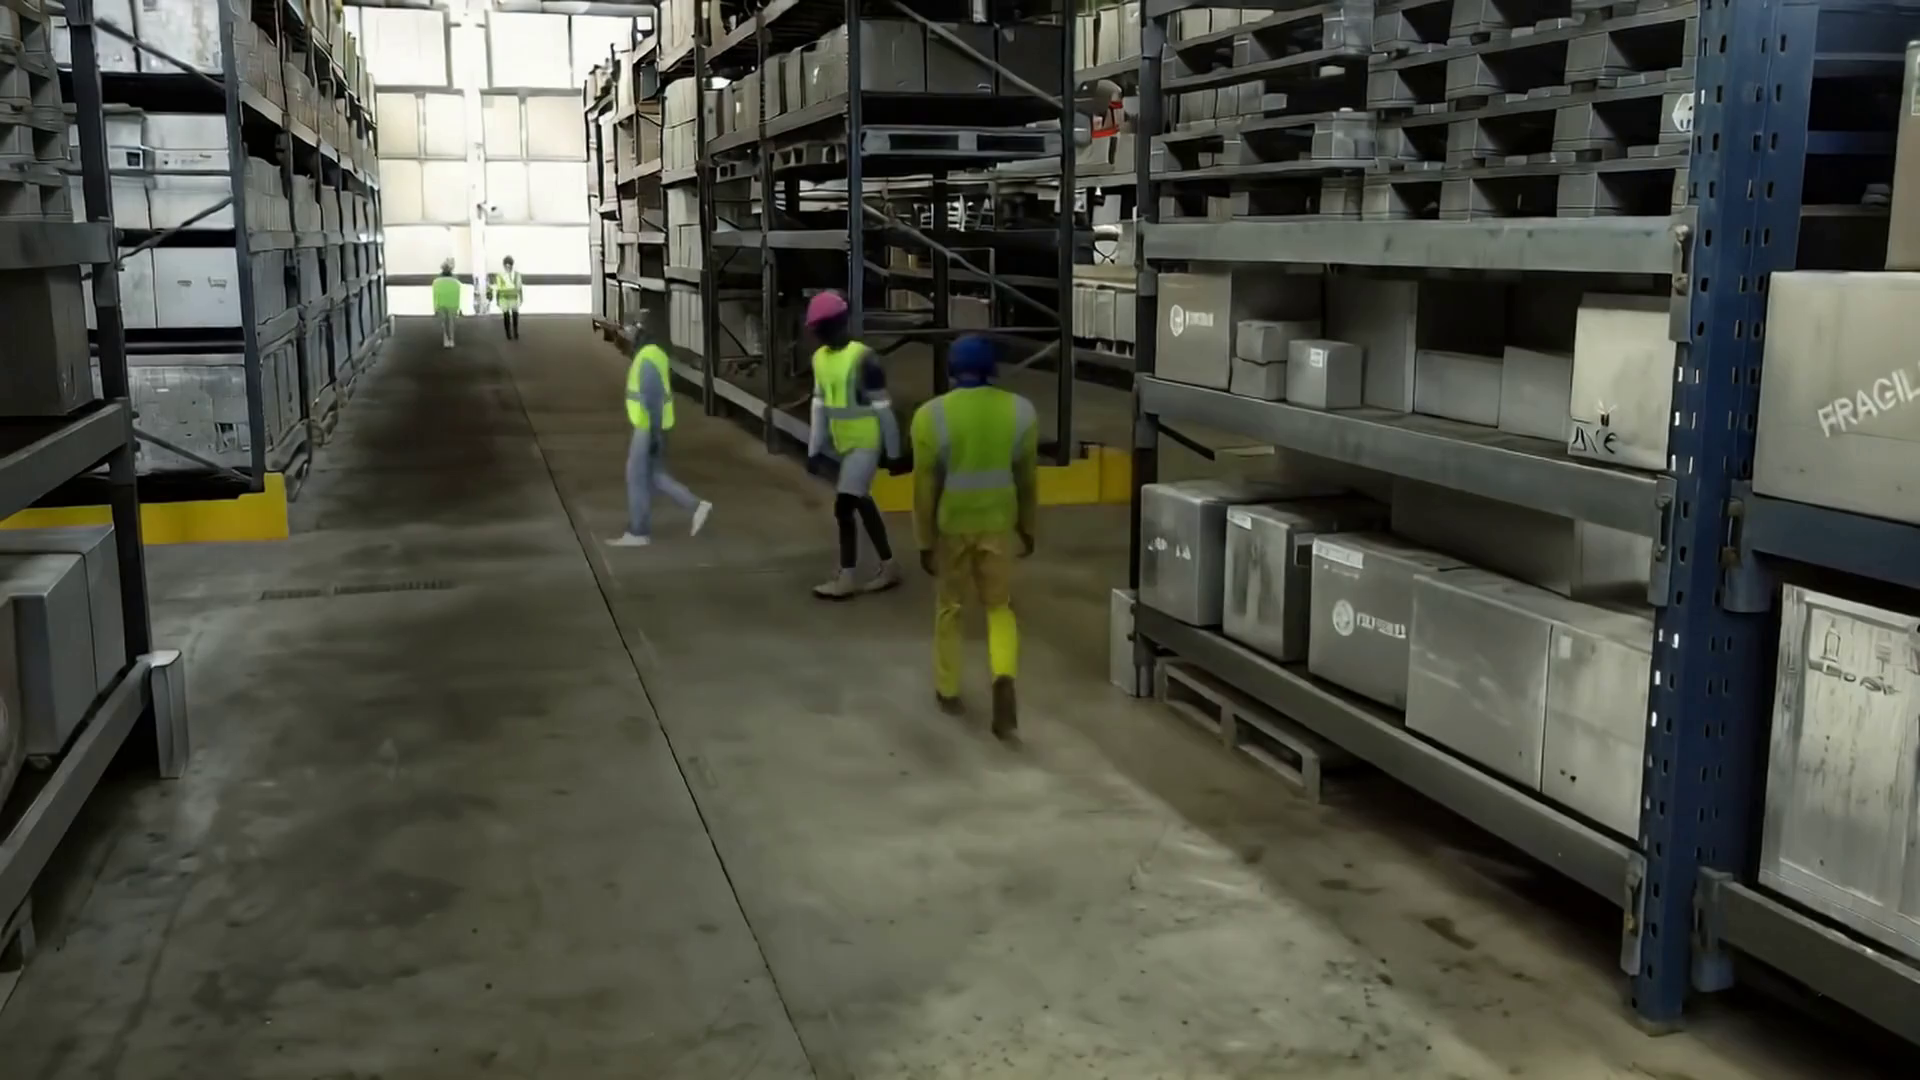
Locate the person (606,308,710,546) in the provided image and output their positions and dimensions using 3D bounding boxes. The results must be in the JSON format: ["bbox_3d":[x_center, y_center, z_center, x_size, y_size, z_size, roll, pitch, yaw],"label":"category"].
[{"bbox_3d":[-2.324,-0.860,12.670,0.713,1.821,0.582,-2,10,-10],"label":"person"}]

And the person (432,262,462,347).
[{"bbox_3d":[-10.876,-4.981,35.302,0.599,1.813,0.532,-4,11,-21],"label":"person"}]

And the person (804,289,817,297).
[{"bbox_3d":[-3.894,-6.656,44.216,0.788,1.914,0.553,-6,12,-29],"label":"person"}]

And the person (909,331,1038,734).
[{"bbox_3d":[0.083,-0.037,7.946,0.631,1.911,0.872,-2,11,-10],"label":"person"}]

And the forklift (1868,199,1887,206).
[{"bbox_3d":[11.338,-2.915,21.052,1.129,2.768,1.873,-3,11,-17],"label":"forklift"}]

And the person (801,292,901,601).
[{"bbox_3d":[-0.721,-0.601,10.789,0.879,1.986,0.625,-8,13,-36],"label":"person"}]

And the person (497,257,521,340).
[{"bbox_3d":[-10.355,-5.545,38.195,0.562,1.900,0.987,-4,11,-23],"label":"person"}]
